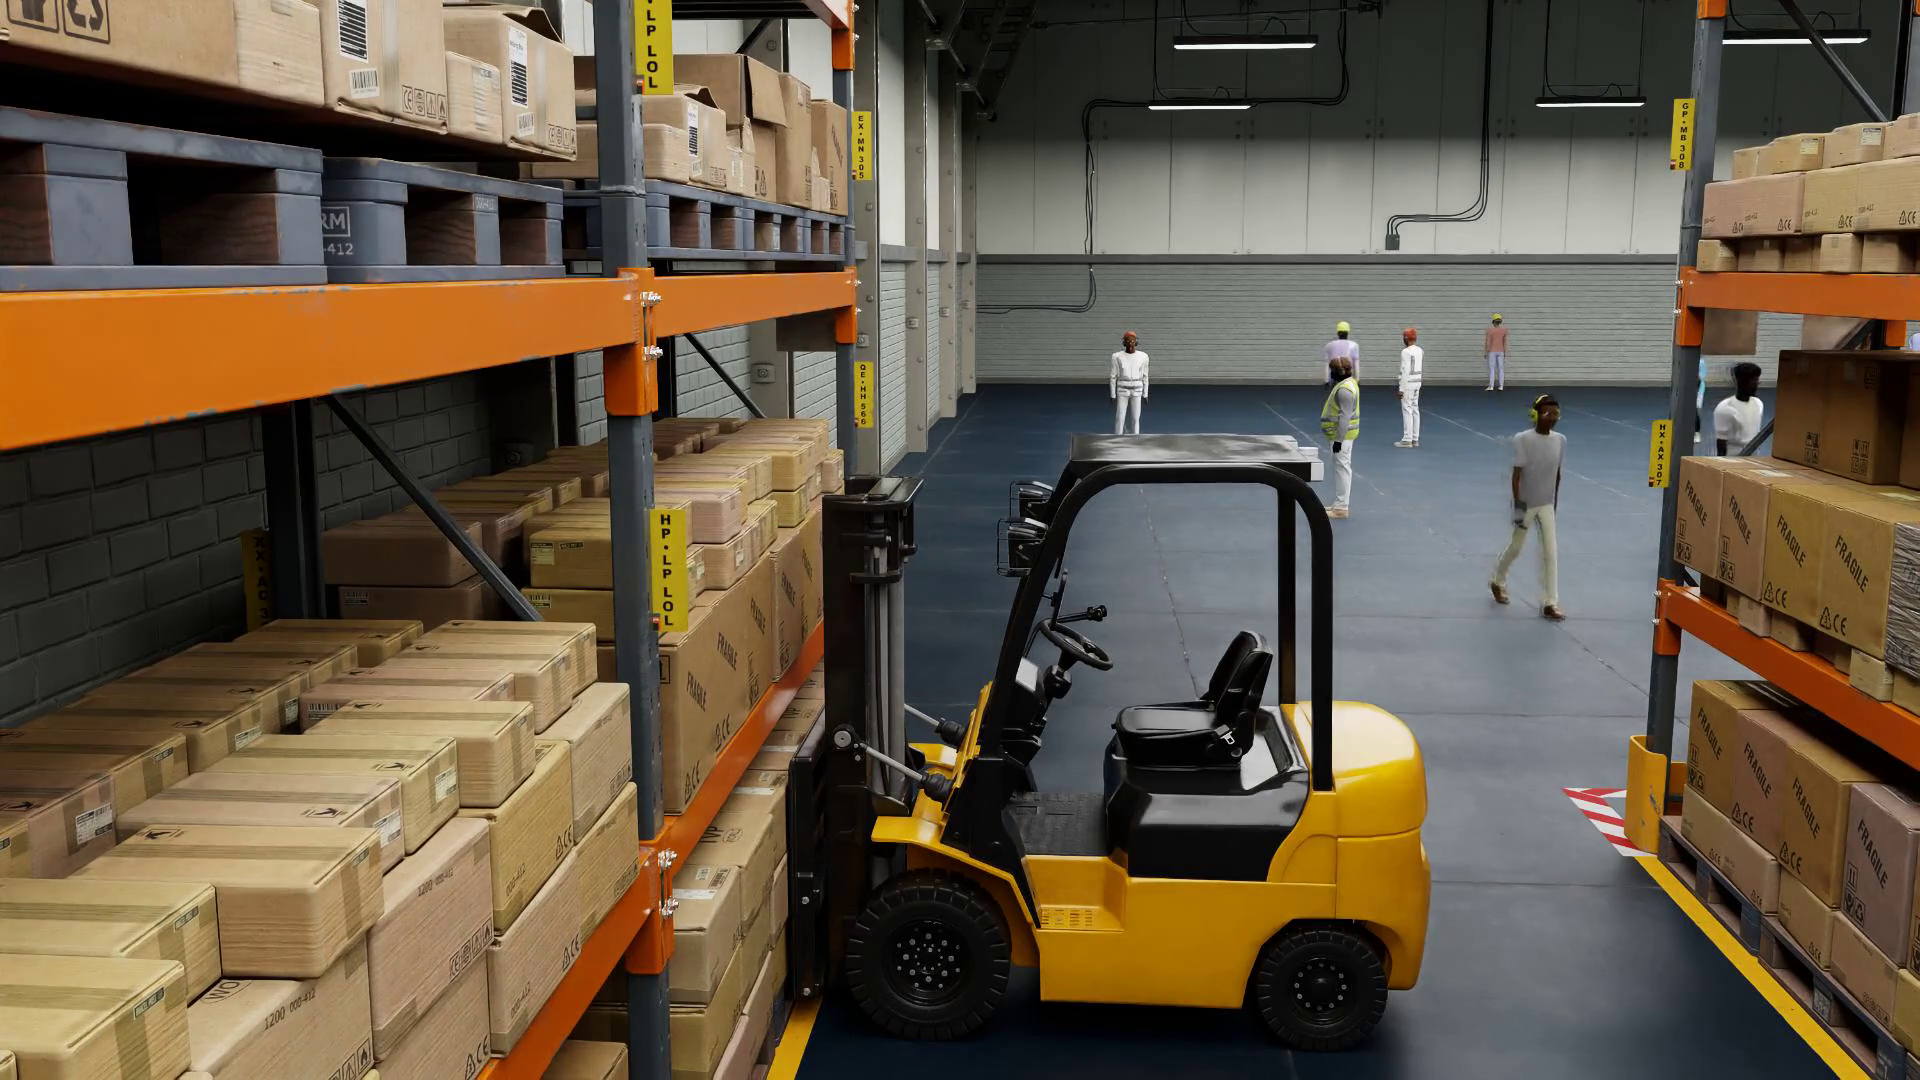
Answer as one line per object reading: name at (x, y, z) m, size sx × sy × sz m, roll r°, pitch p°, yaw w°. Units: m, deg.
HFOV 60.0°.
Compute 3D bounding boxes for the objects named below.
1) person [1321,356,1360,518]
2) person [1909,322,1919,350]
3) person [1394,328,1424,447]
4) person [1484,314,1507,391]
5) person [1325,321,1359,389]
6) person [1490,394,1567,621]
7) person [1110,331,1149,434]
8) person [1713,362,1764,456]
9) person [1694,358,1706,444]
person at (4.328, -1.171, 18.962) m, size 0.429 × 1.838 × 0.621 m, roll 3°, pitch 10°, yaw 15°
person at (18.057, -3.244, 31.201) m, size 0.345 × 1.942 × 0.547 m, roll -3°, pitch 10°, yaw -17°
person at (7.103, -2.405, 26.281) m, size 0.337 × 1.883 × 0.583 m, roll 8°, pitch 12°, yaw 41°
person at (12.244, -4.286, 38.048) m, size 0.532 × 1.767 × 0.328 m, roll -2°, pitch 10°, yaw -11°
person at (6.600, -2.836, 28.825) m, size 0.597 × 1.911 × 0.709 m, roll 6°, pitch 11°, yaw 33°
person at (4.730, -0.304, 13.758) m, size 0.509 × 1.831 × 0.964 m, roll -1°, pitch 9°, yaw -8°
person at (2.536, -2.179, 24.919) m, size 0.581 × 1.882 × 0.339 m, roll 0°, pitch 9°, yaw -3°
person at (7.472, -0.723, 15.888) m, size 0.643 × 1.949 × 0.469 m, roll -5°, pitch 10°, yaw -26°
person at (11.801, -2.382, 26.813) m, size 0.324 × 1.679 × 0.587 m, roll -1°, pitch 9°, yaw -5°
